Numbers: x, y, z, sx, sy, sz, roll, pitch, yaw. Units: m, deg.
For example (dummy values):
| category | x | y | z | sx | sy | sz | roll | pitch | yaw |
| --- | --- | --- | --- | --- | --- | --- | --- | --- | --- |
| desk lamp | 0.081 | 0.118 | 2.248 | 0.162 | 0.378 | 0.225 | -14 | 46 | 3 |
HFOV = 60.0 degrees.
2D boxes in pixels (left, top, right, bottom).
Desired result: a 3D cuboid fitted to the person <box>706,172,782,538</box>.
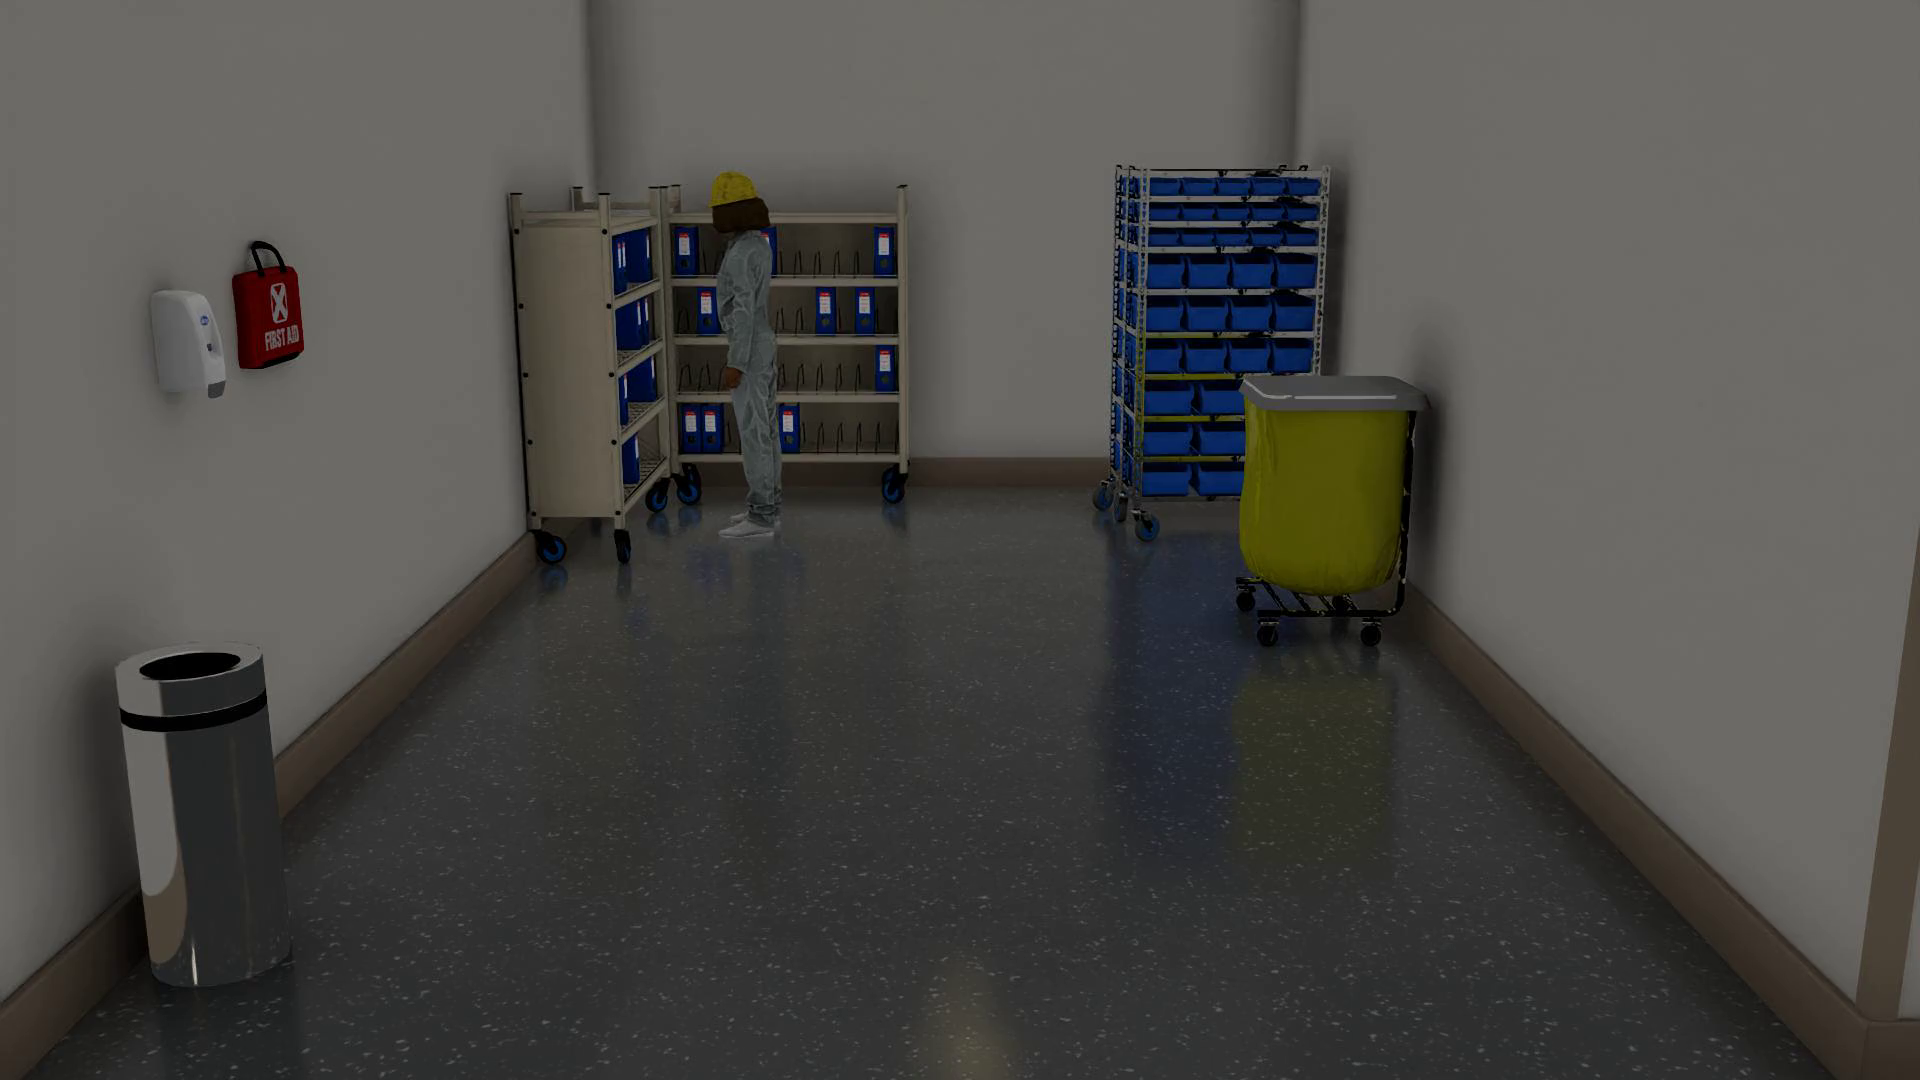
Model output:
| category | x | y | z | sx | sy | sz | roll | pitch | yaw |
| --- | --- | --- | --- | --- | --- | --- | --- | --- | --- |
| person | -1.039 | -0.877 | 7.970 | 0.311 | 1.735 | 0.483 | 1 | 13 | 5 |
